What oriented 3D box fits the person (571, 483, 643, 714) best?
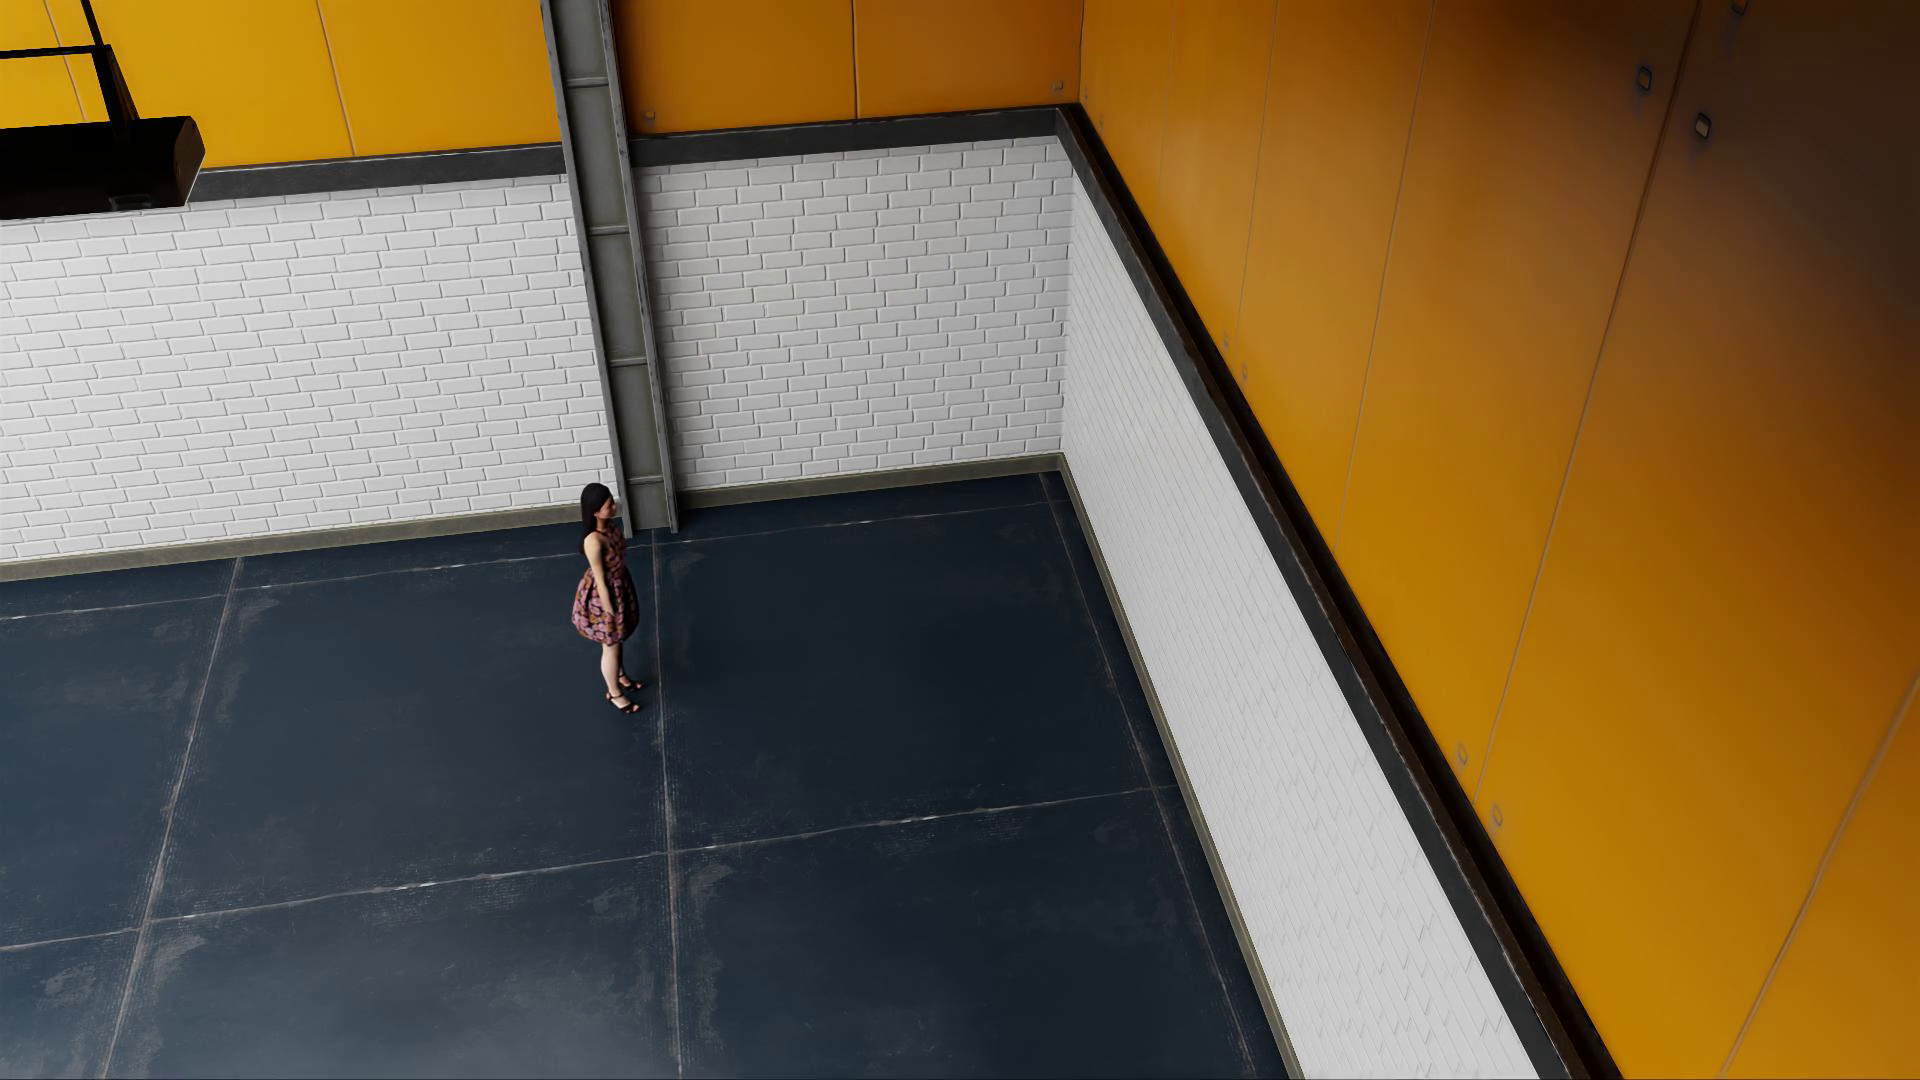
[{"bbox_3d":[-2.196,0.364,10.465,0.688,1.774,0.686,-3,39,-4],"label":"person"}]
